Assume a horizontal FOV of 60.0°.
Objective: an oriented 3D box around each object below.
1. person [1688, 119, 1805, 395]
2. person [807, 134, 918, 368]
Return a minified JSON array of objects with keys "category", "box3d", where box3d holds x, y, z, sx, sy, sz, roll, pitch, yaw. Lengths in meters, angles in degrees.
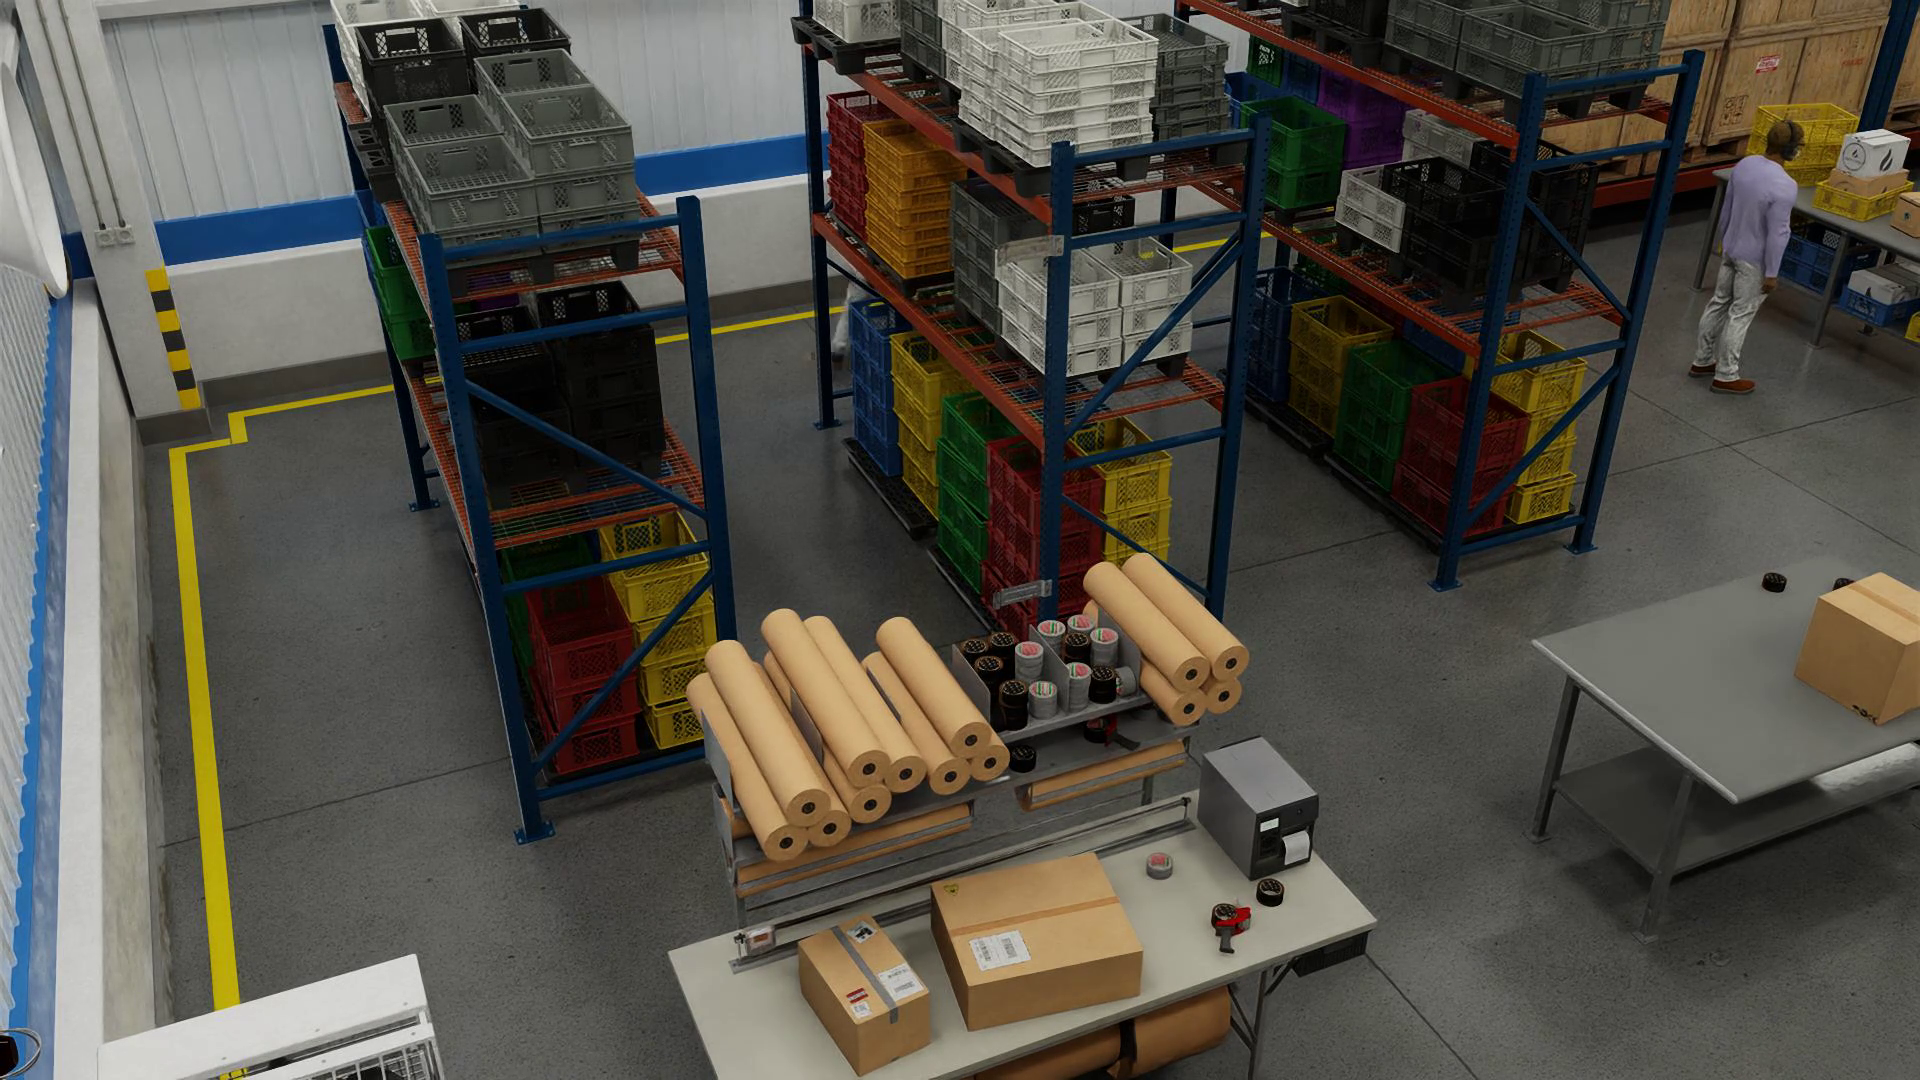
[{"category":"person","box3d":[5.485,-1.964,11.556,0.354,1.936,0.636,-5,32,-8]},{"category":"person","box3d":[-0.679,-2.017,11.741,0.944,1.831,0.643,-13,34,-20]}]
